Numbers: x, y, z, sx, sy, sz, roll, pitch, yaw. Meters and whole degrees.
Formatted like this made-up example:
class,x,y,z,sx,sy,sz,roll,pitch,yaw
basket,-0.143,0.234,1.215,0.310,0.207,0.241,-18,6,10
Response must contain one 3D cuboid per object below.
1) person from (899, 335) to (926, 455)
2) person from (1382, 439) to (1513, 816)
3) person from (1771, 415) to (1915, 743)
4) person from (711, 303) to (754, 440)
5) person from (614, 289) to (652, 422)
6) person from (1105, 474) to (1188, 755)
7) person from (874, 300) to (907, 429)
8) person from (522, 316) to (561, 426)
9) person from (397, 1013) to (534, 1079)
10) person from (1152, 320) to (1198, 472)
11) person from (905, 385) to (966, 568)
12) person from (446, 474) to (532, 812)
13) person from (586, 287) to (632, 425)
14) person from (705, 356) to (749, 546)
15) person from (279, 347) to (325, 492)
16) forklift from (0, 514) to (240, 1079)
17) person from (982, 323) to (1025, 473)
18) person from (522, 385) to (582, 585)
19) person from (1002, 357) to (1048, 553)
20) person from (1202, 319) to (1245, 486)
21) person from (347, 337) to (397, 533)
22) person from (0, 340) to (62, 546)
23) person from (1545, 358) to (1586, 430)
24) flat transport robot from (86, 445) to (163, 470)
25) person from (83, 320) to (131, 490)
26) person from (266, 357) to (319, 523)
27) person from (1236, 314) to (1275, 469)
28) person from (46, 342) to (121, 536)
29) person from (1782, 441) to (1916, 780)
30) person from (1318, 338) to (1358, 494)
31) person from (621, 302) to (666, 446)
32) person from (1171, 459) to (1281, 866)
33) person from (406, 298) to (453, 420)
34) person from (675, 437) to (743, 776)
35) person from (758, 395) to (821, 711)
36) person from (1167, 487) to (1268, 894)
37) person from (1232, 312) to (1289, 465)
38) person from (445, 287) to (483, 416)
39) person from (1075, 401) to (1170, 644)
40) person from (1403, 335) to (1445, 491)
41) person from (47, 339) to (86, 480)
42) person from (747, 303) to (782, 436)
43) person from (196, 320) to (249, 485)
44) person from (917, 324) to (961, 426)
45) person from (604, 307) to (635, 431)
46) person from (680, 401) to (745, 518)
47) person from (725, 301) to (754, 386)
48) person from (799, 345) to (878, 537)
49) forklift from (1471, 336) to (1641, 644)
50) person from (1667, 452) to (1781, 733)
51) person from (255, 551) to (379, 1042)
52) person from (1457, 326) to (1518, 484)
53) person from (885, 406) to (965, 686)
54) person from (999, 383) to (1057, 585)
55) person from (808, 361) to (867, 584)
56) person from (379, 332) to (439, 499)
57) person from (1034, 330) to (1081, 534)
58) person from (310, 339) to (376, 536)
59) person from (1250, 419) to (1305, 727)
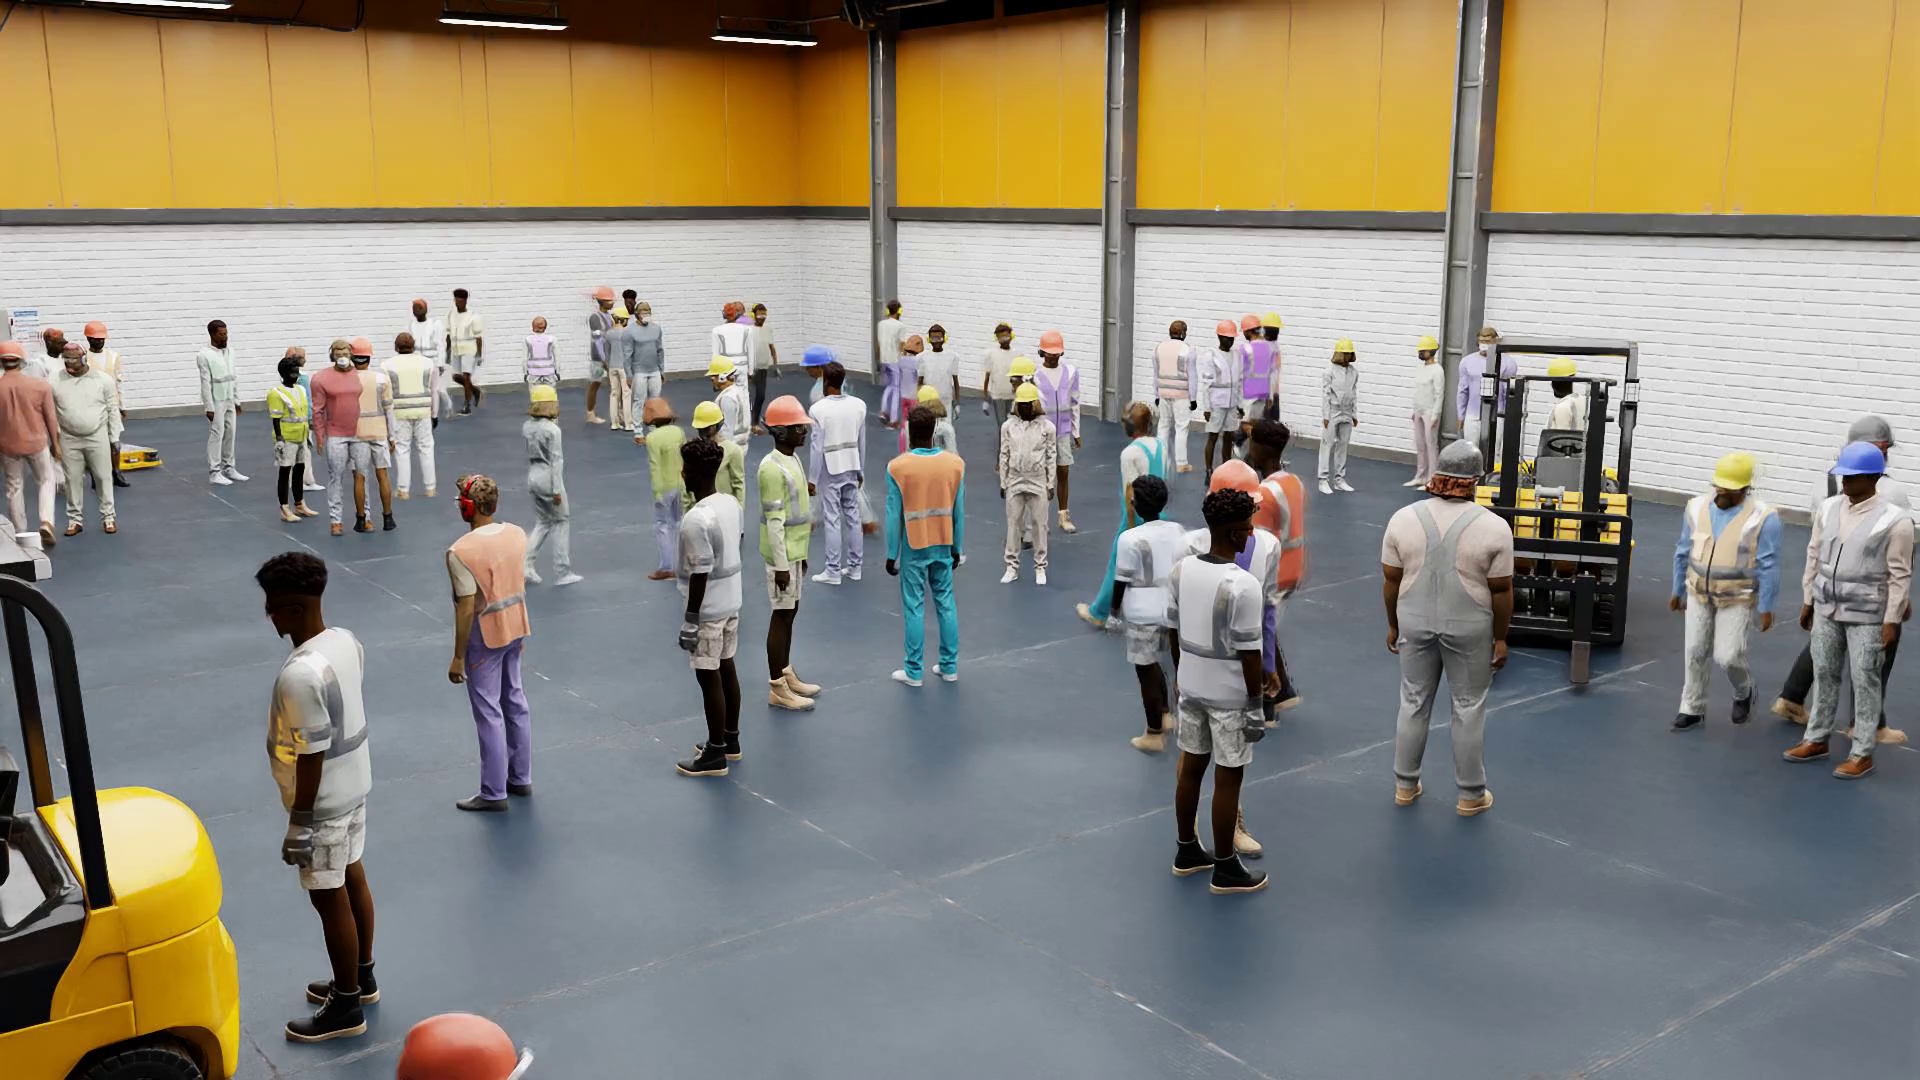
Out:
class,x,y,z,sx,sy,sz,roll,pitch,yaw
person,-0.573,-1.721,20.557,0.274,1.627,0.503,-9,15,-37
person,2.655,0.458,9.025,0.687,2.000,0.535,7,14,30
person,5.500,0.220,10.175,0.635,2.000,0.738,-2,12,-10
person,-3.086,-2.285,22.649,0.575,1.885,0.361,-3,12,-15
person,-4.838,-2.725,24.574,0.609,1.965,0.369,-2,12,-9
person,1.123,0.443,9.957,0.538,1.682,0.432,-10,15,-41
person,-0.980,-2.529,23.948,0.644,1.831,0.521,8,14,35
person,-5.902,-2.331,23.469,0.525,1.639,0.307,-2,12,-11
person,-0.896,1.791,3.396,0.609,1.711,0.546,10,15,39
person,2.621,-1.744,20.169,0.628,1.837,0.429,11,16,42
person,-0.247,-0.509,14.574,0.531,1.677,0.926,9,15,37
person,-2.538,0.559,9.009,0.390,1.847,0.563,5,13,21
person,-5.056,-2.654,24.131,0.967,2.003,0.621,4,12,19
person,-2.221,-0.847,15.881,0.403,1.817,0.601,-1,12,-2
person,-7.477,-1.365,18.809,0.513,1.638,0.313,9,15,37
forklift,-3.687,1.115,5.480,2.313,2.155,1.214,-9,15,-36
person,0.587,-1.641,19.667,0.554,1.826,0.791,-4,12,-19
person,-3.595,-0.463,14.263,0.494,1.719,0.501,9,14,36
person,0.624,-0.812,15.687,0.407,1.822,0.618,-3,12,-16
person,3.025,-1.559,19.038,0.548,1.934,0.384,-7,14,-30
person,-5.888,-1.039,16.506,0.545,1.938,0.358,-5,13,-21
person,-8.834,-0.885,15.664,0.644,1.980,0.505,-5,13,-25
person,5.277,-0.641,14.630,0.381,1.917,0.585,7,14,32
flat transport robot,-10.545,-1.039,20.552,1.431,0.197,0.652,9,15,36
person,-9.746,-1.529,18.909,0.388,1.929,0.539,7,14,32
person,-6.857,-1.035,17.078,0.319,1.693,0.532,3,12,14
person,3.603,-1.772,20.119,0.556,1.908,0.670,-7,14,-31
person,-8.611,-0.989,16.346,0.650,1.904,0.401,-4,12,-20
person,5.106,0.396,9.550,0.404,1.945,0.614,-6,13,-25
person,4.278,-1.397,18.701,0.483,1.745,0.306,-6,13,-26
person,-4.222,-2.224,22.264,0.386,1.927,0.641,11,16,42
person,1.333,0.609,8.287,0.605,2.045,0.385,-4,13,-21
person,-7.724,-2.593,24.210,0.582,1.858,0.829,1,12,5
person,-1.450,0.379,9.585,0.367,1.966,0.606,3,12,12
person,-1.112,0.081,10.831,0.368,2.048,0.607,1,12,5
person,1.243,0.713,7.969,0.361,1.965,0.613,-7,14,-31
person,3.764,-1.880,20.643,0.673,1.906,0.593,8,14,35
person,-7.538,-2.885,25.390,0.628,1.949,0.692,5,13,22
person,1.302,-0.149,12.533,0.509,1.794,0.962,-10,15,-40
person,5.276,-1.443,18.877,0.331,1.765,0.532,-3,12,-14
person,-10.489,-1.517,19.407,0.321,1.692,0.530,-1,12,-3
person,-2.783,-2.374,23.192,0.515,1.842,0.486,10,16,41
person,-8.585,-1.598,19.285,0.391,1.911,0.585,2,12,9
person,-0.247,-1.573,19.280,0.510,1.861,0.324,0,12,-1
person,-4.798,-2.423,23.623,0.522,1.761,0.327,7,14,30
person,-1.926,-0.207,12.926,0.524,1.759,0.337,3,12,16
person,-3.597,-3.107,27.277,0.567,1.620,0.505,-3,12,-14
person,-1.228,-0.950,16.204,0.941,1.900,0.611,1,12,5
forklift,4.683,-0.471,13.136,1.214,2.155,2.313,4,12,20
person,4.692,0.329,10.224,0.549,1.803,0.657,-9,15,-37
person,-2.530,1.002,6.581,0.368,1.964,0.603,-1,12,-4
person,5.686,-1.346,18.020,0.623,1.932,0.367,7,14,31
person,-0.231,0.047,11.342,0.586,1.910,0.396,-7,13,-29
person,0.576,-0.480,14.275,0.493,1.743,0.296,2,12,11
person,-1.053,-0.575,14.307,0.587,1.920,0.391,-11,16,-41
person,-6.059,-1.370,18.338,0.632,1.841,0.429,-7,13,-30
person,0.905,-1.059,16.397,0.607,2.029,0.405,-4,12,-18
person,-6.033,-1.015,16.387,0.631,1.938,0.362,-7,13,-29
person,1.919,0.222,10.393,0.402,1.951,0.653,6,13,27
